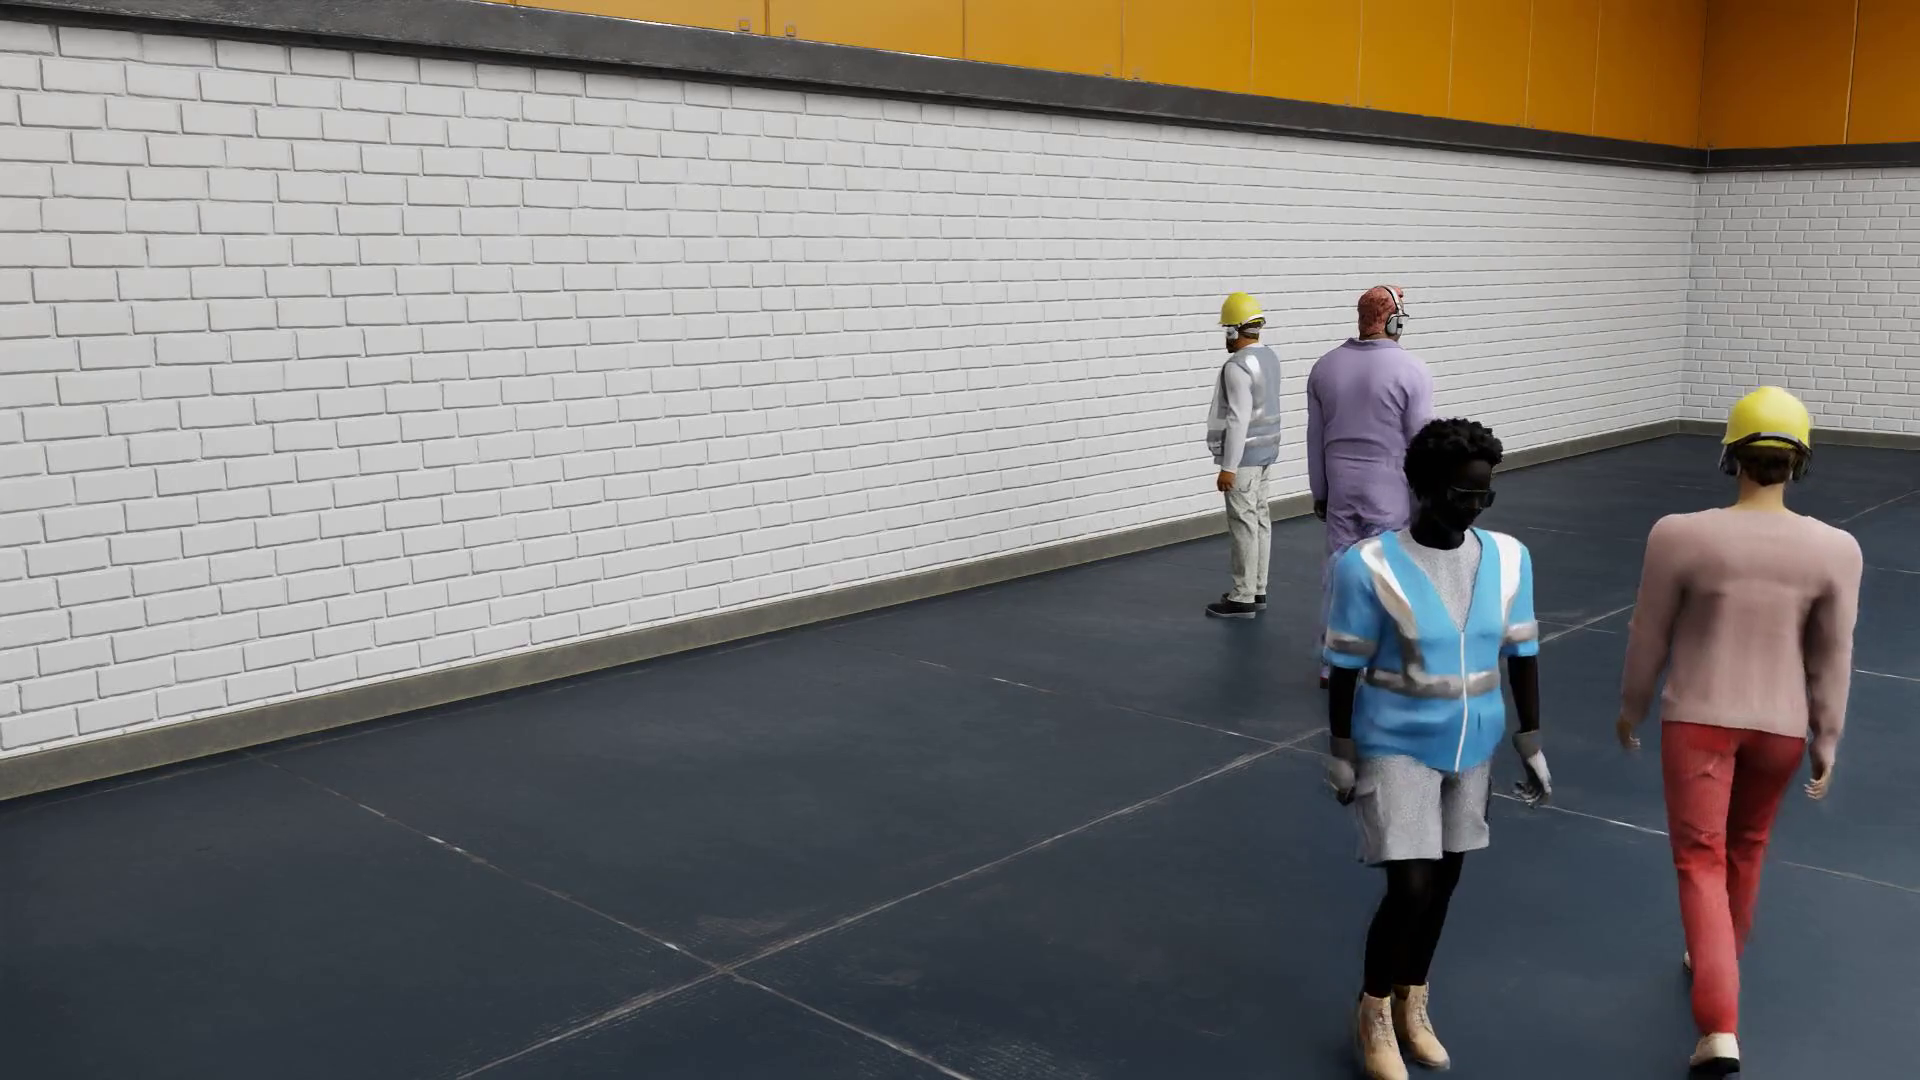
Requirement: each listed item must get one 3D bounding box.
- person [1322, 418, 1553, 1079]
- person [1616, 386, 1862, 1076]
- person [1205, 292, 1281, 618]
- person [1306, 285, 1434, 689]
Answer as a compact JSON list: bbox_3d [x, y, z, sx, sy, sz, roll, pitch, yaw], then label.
[{"bbox_3d":[1.176,0.533,4.090,0.534,1.675,0.481,-3,10,-17],"label":"person"},{"bbox_3d":[2.008,0.468,4.287,0.521,1.729,0.875,1,10,7],"label":"person"},{"bbox_3d":[1.589,-0.473,9.377,0.404,1.829,0.591,5,11,28],"label":"person"},{"bbox_3d":[1.923,-0.219,7.710,0.409,1.907,0.651,-10,14,-44],"label":"person"}]
